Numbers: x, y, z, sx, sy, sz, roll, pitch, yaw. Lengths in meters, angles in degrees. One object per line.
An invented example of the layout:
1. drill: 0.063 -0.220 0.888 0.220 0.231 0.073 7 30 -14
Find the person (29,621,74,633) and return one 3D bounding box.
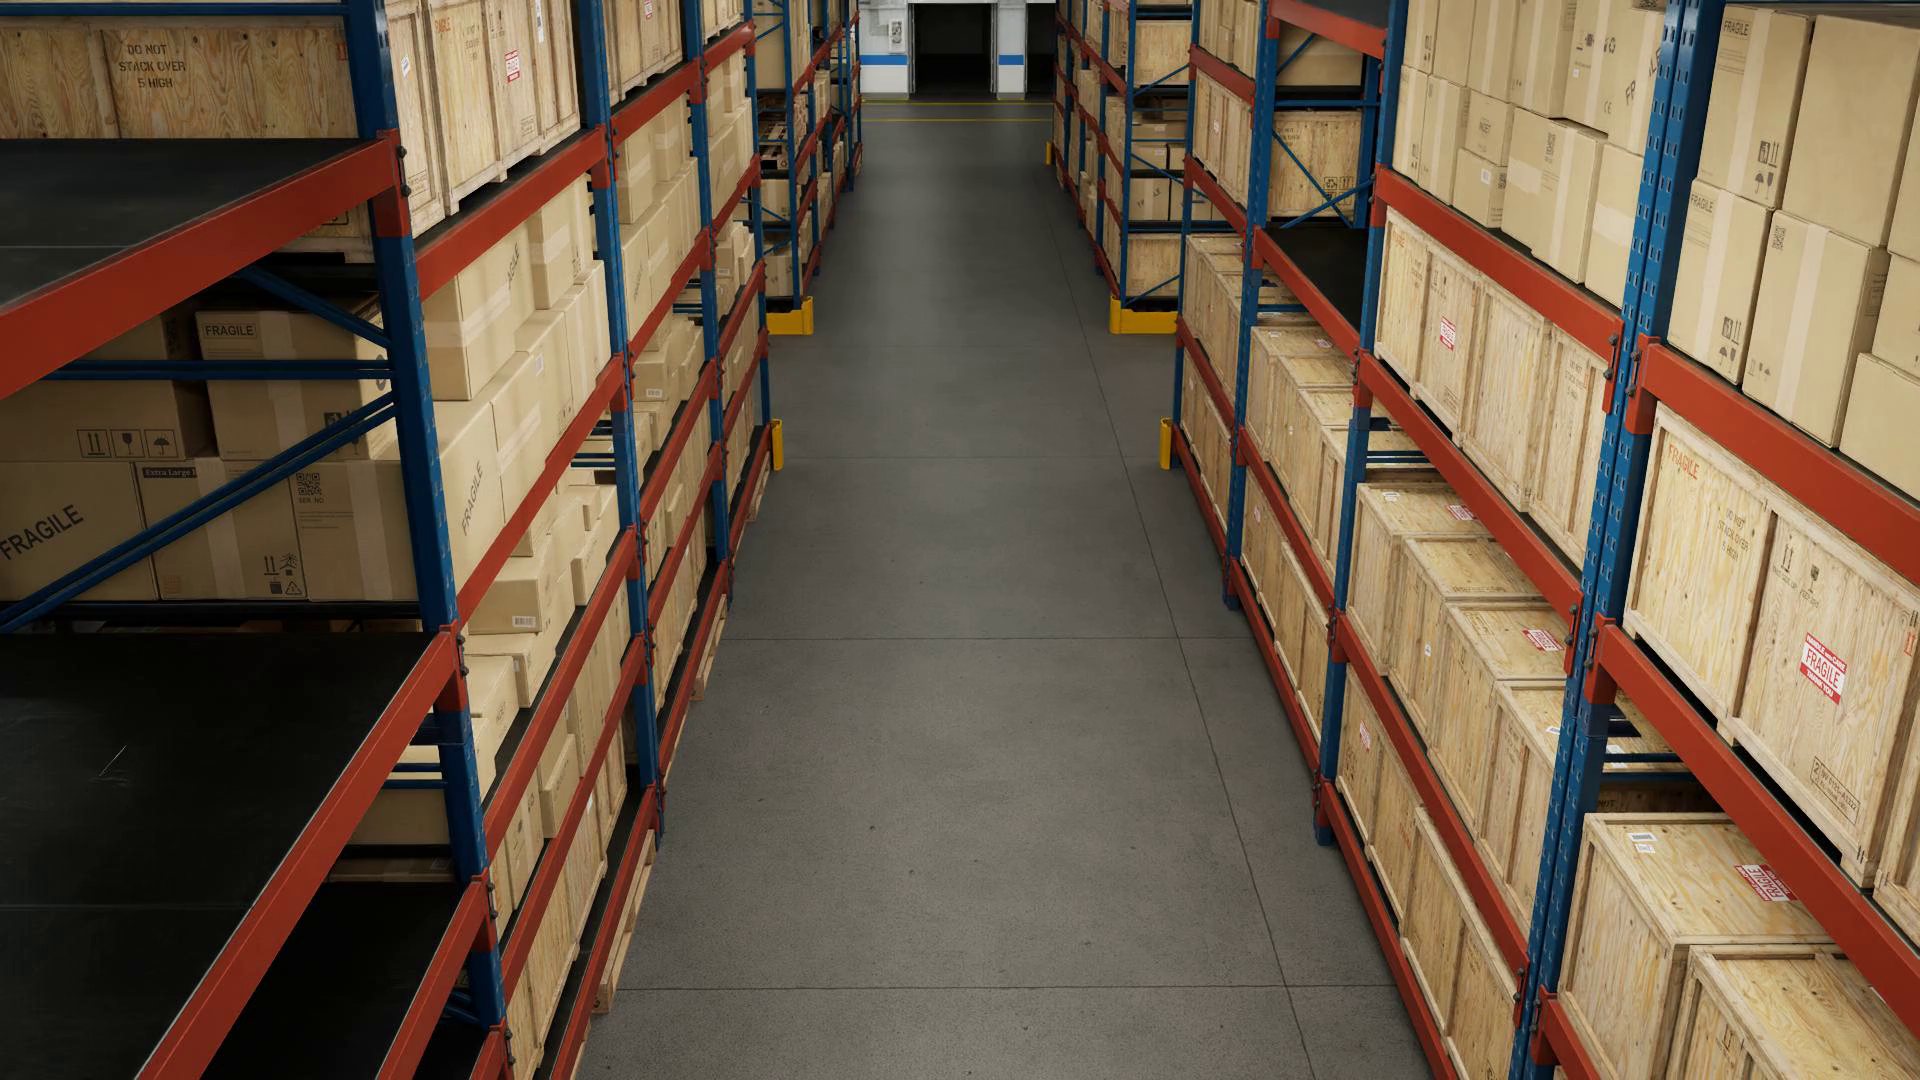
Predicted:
1. person: -7.940 0.063 14.284 0.612 1.786 0.557 -13 25 -29
